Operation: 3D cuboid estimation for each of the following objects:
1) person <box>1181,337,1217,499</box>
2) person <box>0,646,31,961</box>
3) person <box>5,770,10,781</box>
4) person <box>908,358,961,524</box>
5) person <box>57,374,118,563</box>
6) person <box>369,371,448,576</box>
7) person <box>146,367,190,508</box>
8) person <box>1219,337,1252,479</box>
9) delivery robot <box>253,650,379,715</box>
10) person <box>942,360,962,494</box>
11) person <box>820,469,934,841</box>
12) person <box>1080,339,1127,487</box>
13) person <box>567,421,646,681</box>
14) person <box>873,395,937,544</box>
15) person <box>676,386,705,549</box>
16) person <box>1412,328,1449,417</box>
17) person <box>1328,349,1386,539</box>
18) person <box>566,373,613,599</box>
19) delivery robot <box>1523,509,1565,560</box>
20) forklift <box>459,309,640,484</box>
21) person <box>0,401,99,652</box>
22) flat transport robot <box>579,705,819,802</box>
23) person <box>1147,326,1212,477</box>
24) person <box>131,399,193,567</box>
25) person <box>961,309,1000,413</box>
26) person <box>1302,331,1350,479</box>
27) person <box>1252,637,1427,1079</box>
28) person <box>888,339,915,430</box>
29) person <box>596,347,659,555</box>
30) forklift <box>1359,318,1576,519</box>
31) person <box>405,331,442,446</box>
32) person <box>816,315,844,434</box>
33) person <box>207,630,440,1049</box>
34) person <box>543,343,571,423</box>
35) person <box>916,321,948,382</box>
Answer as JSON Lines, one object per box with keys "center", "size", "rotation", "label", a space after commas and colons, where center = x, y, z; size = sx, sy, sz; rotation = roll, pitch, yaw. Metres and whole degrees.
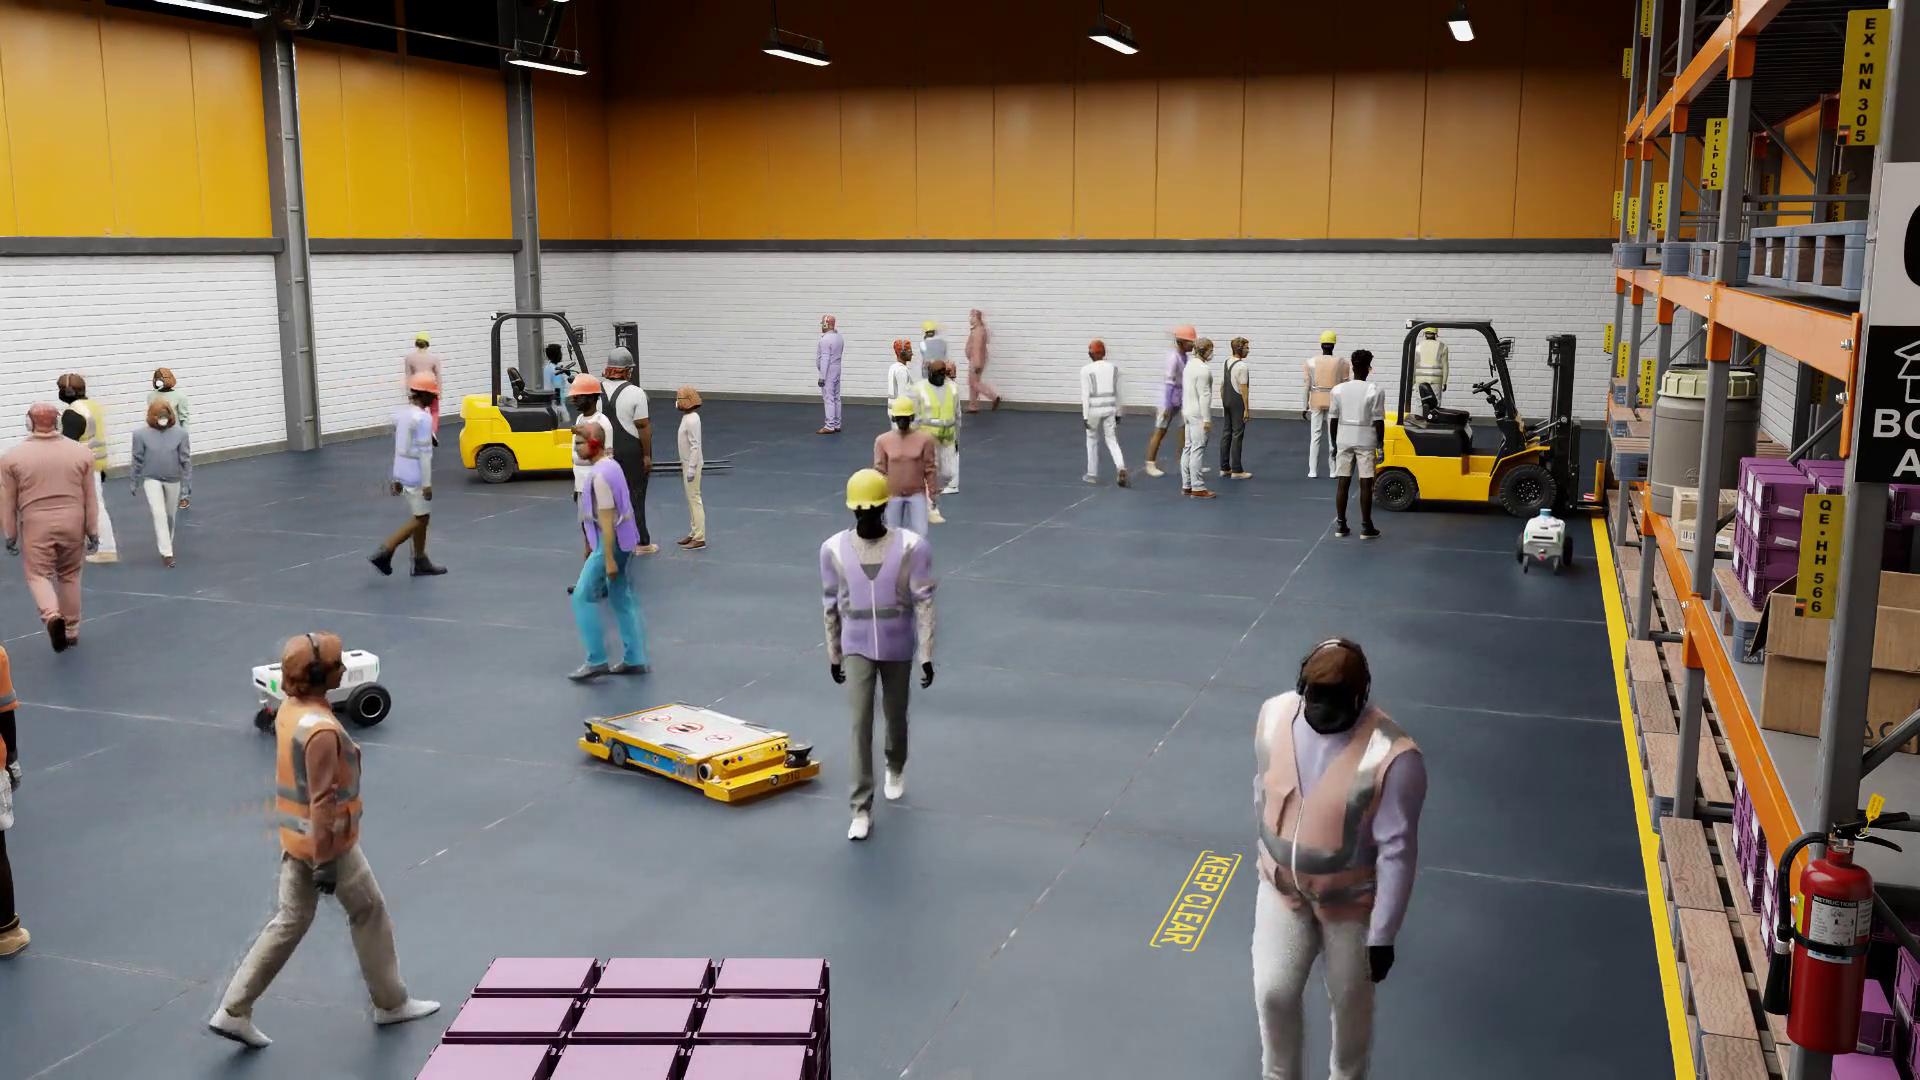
{"center": [2.862, -1.468, 19.994], "size": [0.375, 1.933, 0.627], "rotation": [-2, 10, -12], "label": "person"}
{"center": [-4.217, 0.964, 6.962], "size": [0.537, 1.696, 0.318], "rotation": [-5, 11, -25], "label": "person"}
{"center": [-5.463, 0.465, 8.958], "size": [0.401, 1.984, 0.612], "rotation": [4, 11, 20], "label": "person"}
{"center": [-0.286, -1.099, 18.269], "size": [0.630, 1.815, 0.539], "rotation": [-5, 11, -28], "label": "person"}
{"center": [-8.487, -0.666, 15.832], "size": [0.817, 1.814, 0.630], "rotation": [-3, 10, -14], "label": "person"}
{"center": [-5.002, -0.573, 15.047], "size": [0.720, 1.903, 0.558], "rotation": [-7, 12, -34], "label": "person"}
{"center": [-9.129, -1.175, 19.182], "size": [0.499, 1.634, 0.279], "rotation": [1, 10, 6], "label": "person"}
{"center": [3.586, -1.714, 21.626], "size": [0.327, 1.844, 0.514], "rotation": [-5, 11, -27], "label": "person"}
{"center": [-4.046, 0.866, 10.463], "size": [0.707, 0.478, 0.477], "rotation": [-9, 14, -42], "label": "delivery robot"}
{"center": [-0.136, -1.379, 20.312], "size": [0.314, 1.642, 0.515], "rotation": [0, 10, 2], "label": "person"}
{"center": [-0.435, 0.546, 8.802], "size": [0.601, 1.887, 0.970], "rotation": [0, 10, 1], "label": "person"}
{"center": [1.817, -1.603, 20.980], "size": [0.601, 1.856, 0.839], "rotation": [-4, 11, -22], "label": "person"}
{"center": [-2.524, 0.079, 11.592], "size": [0.657, 1.816, 0.571], "rotation": [0, 10, -3], "label": "person"}
{"center": [-0.476, -0.377, 14.350], "size": [0.548, 1.752, 0.396], "rotation": [0, 10, 0], "label": "person"}
{"center": [-2.704, -0.725, 16.648], "size": [0.275, 1.632, 0.507], "rotation": [-3, 10, -15], "label": "person"}
{"center": [7.382, -2.517, 26.174], "size": [0.588, 1.835, 0.404], "rotation": [4, 11, 22], "label": "person"}
{"center": [4.116, -0.993, 17.220], "size": [0.601, 1.967, 0.369], "rotation": [7, 12, 36], "label": "person"}
{"center": [-3.185, -0.463, 14.317], "size": [0.356, 1.938, 0.545], "rotation": [-8, 13, -39], "label": "person"}
{"center": [5.489, -0.048, 15.611], "size": [0.477, 0.478, 0.707], "rotation": [4, 11, 21], "label": "delivery robot"}
{"center": [-5.354, -1.902, 21.697], "size": [2.313, 2.155, 1.214], "rotation": [-2, 10, -13], "label": "forklift"}
{"center": [-6.750, -0.089, 12.376], "size": [0.652, 1.887, 0.736], "rotation": [-8, 13, -36], "label": "person"}
{"center": [-1.534, 1.198, 9.655], "size": [1.431, 0.197, 0.652], "rotation": [10, 14, 43], "label": "flat transport robot"}
{"center": [2.854, -1.791, 21.692], "size": [0.872, 1.984, 0.643], "rotation": [5, 11, 27], "label": "person"}
{"center": [-7.642, -0.573, 15.909], "size": [0.523, 1.588, 0.810], "rotation": [-8, 13, -37], "label": "person"}
{"center": [0.357, -3.207, 29.910], "size": [0.643, 1.892, 0.653], "rotation": [1, 10, 7], "label": "person"}
{"center": [4.749, -1.751, 21.604], "size": [0.595, 1.923, 0.374], "rotation": [2, 10, 13], "label": "person"}
{"center": [1.223, 1.175, 5.508], "size": [0.648, 1.791, 0.673], "rotation": [8, 13, 38], "label": "person"}
{"center": [-0.703, -1.515, 20.401], "size": [0.356, 1.882, 0.574], "rotation": [-3, 10, -16], "label": "person"}
{"center": [-3.290, -0.875, 16.349], "size": [0.674, 2.000, 0.535], "rotation": [4, 11, 21], "label": "person"}
{"center": [5.787, -1.437, 19.079], "size": [2.313, 2.155, 1.214], "rotation": [3, 11, 19], "label": "forklift"}
{"center": [-7.984, -2.227, 24.781], "size": [0.524, 1.755, 0.394], "rotation": [-2, 10, -13], "label": "person"}
{"center": [-2.119, -2.667, 26.817], "size": [0.409, 1.909, 0.642], "rotation": [4, 11, 19], "label": "person"}
{"center": [-2.459, 1.129, 6.280], "size": [0.808, 1.606, 0.523], "rotation": [-7, 12, -36], "label": "person"}
{"center": [-5.559, -1.863, 22.886], "size": [0.356, 1.687, 0.544], "rotation": [-6, 12, -30], "label": "person"}
{"center": [-0.471, -2.735, 27.570], "size": [0.585, 1.788, 0.970], "rotation": [-4, 11, -21], "label": "person"}
